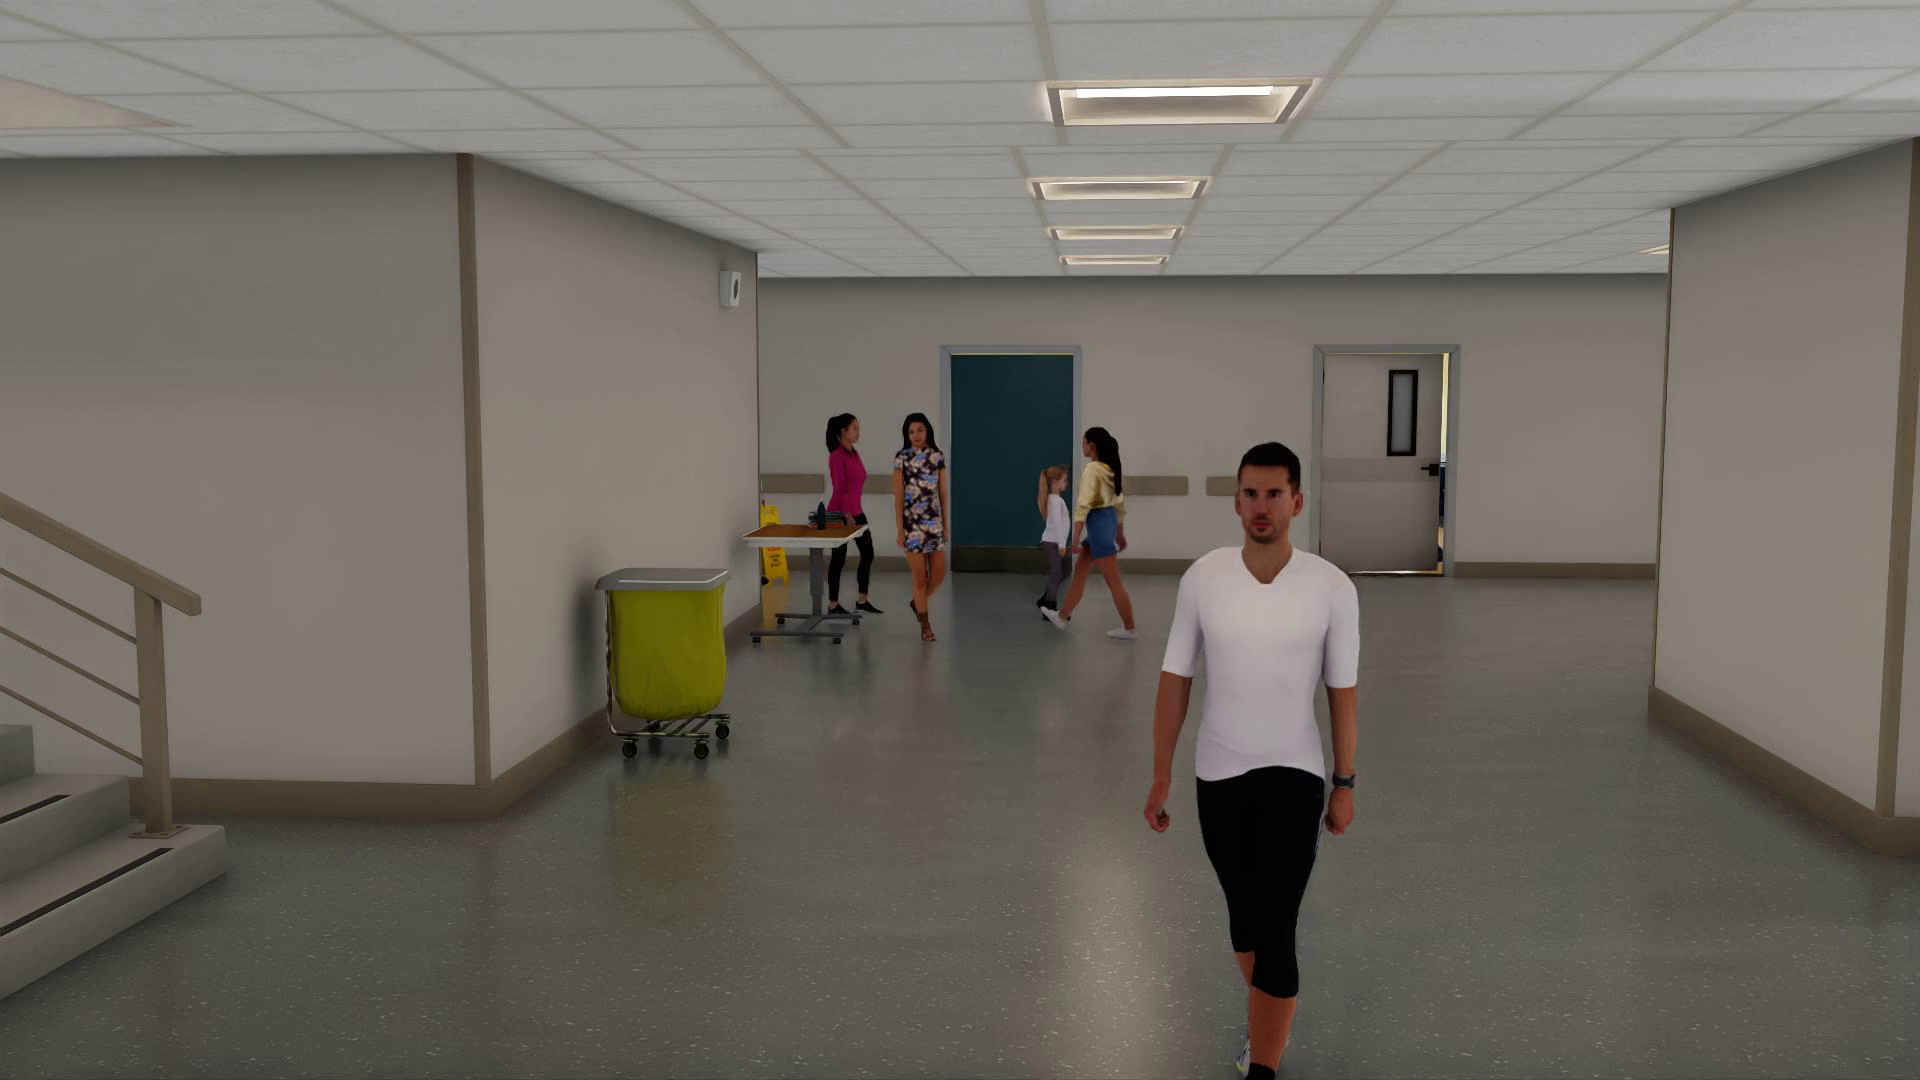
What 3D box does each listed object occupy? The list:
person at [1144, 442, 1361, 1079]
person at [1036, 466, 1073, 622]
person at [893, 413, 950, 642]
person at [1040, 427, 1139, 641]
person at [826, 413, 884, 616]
[{"bbox_3d":[0.853,0.655,4.677,1.178,1.815,1.003,3,6,26],"label":"person"},{"bbox_3d":[0.716,0.030,13.612,0.530,1.269,0.517,0,6,-1],"label":"person"},{"bbox_3d":[-0.329,-0.092,12.578,0.775,1.720,0.813,-2,6,-23],"label":"person"},{"bbox_3d":[1.125,-0.012,12.468,1.192,1.583,0.966,3,7,31],"label":"person"},{"bbox_3d":[-1.017,-0.187,13.687,0.772,1.687,0.710,3,6,27],"label":"person"}]
